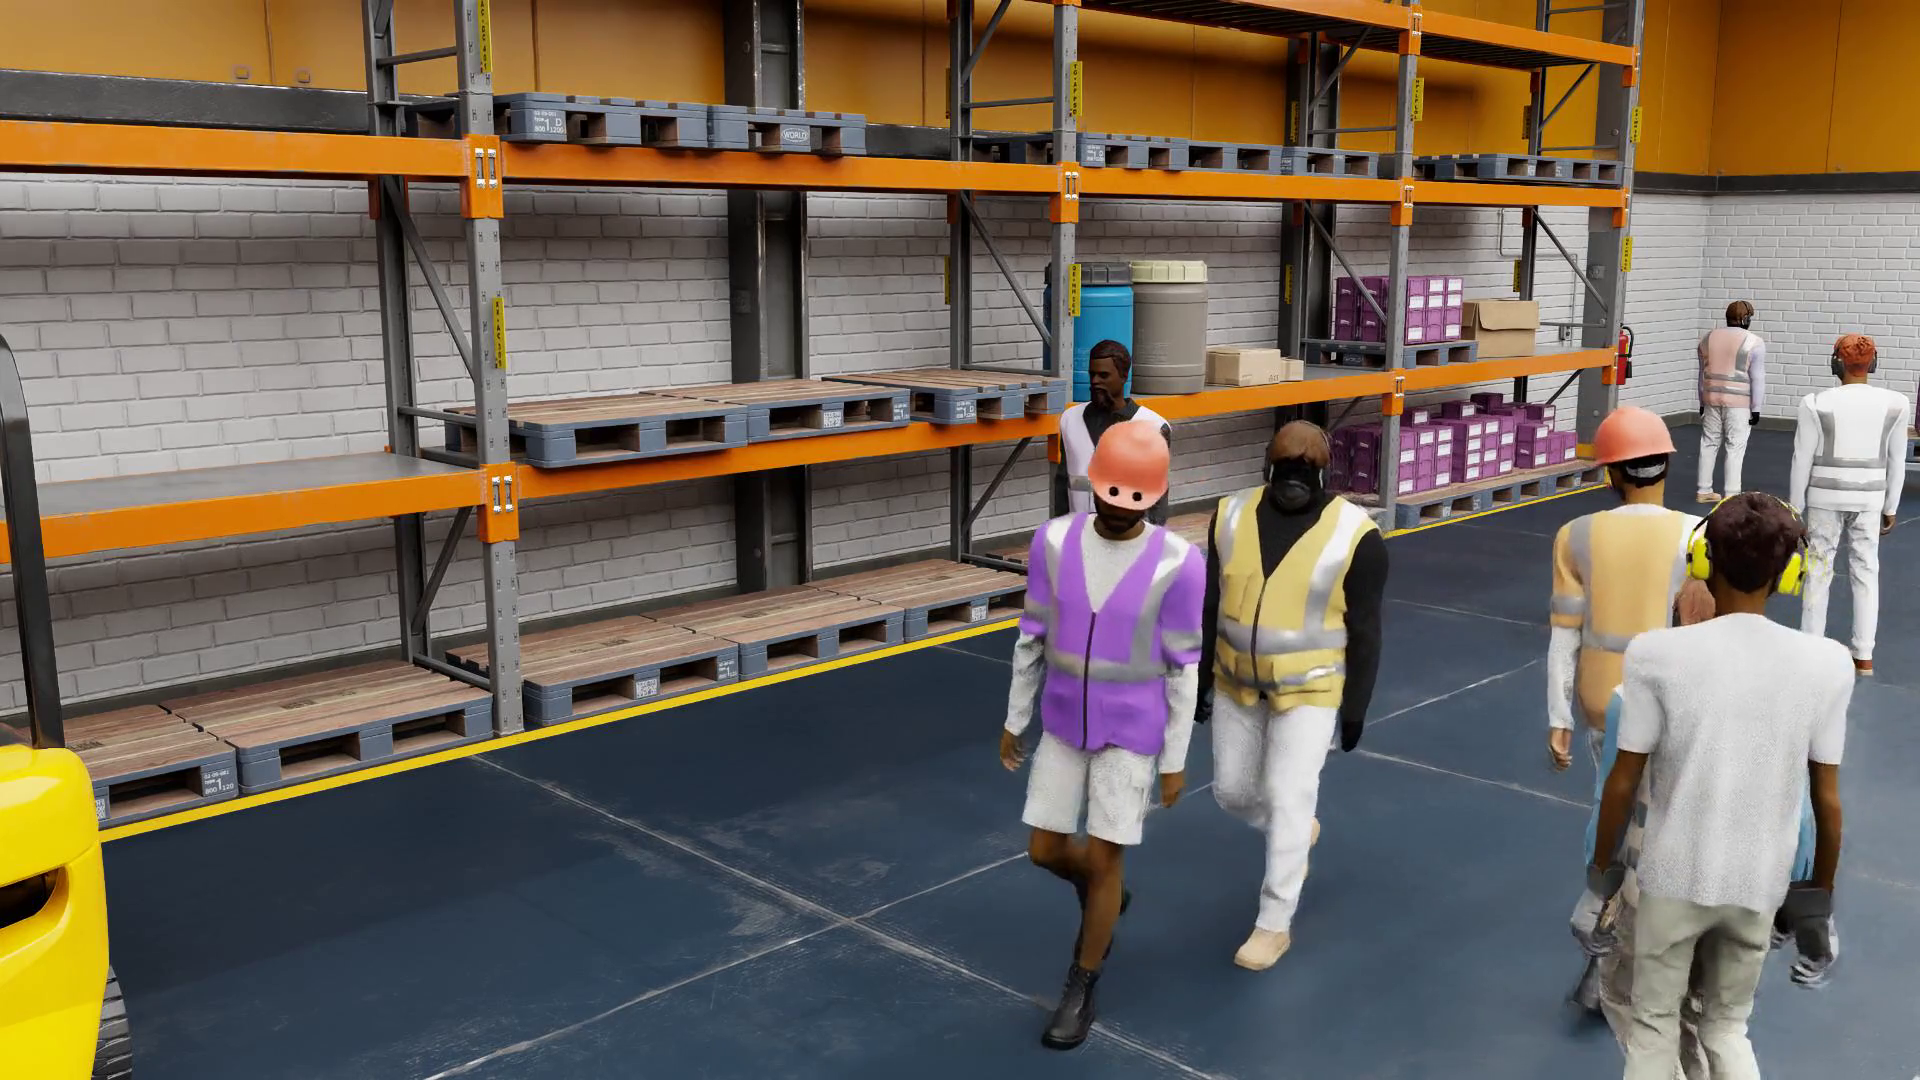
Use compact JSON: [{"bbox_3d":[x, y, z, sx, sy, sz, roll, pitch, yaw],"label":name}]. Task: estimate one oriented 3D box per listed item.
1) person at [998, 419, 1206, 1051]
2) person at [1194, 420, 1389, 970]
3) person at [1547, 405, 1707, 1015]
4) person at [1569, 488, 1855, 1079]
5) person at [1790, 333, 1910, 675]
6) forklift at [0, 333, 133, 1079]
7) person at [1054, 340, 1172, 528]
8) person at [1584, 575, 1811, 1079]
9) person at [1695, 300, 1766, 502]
[{"bbox_3d":[0.433,0.559,4.990,0.636,1.894,0.618,5,12,27],"label":"person"},{"bbox_3d":[1.112,0.487,5.599,0.634,1.818,0.629,8,13,36],"label":"person"},{"bbox_3d":[2.144,0.518,5.283,0.574,1.879,1.031,9,14,40],"label":"person"},{"bbox_3d":[1.694,0.815,3.738,0.558,1.847,0.488,1,10,5],"label":"person"},{"bbox_3d":[4.870,-0.192,9.162,0.575,1.876,0.340,2,11,13],"label":"person"},{"bbox_3d":[-3.289,0.485,4.582,1.214,2.155,2.313,-10,14,-44],"label":"forklift"},{"bbox_3d":[0.714,0.005,7.947,0.587,1.920,0.391,7,12,33],"label":"person"},{"bbox_3d":[1.787,0.870,4.035,0.545,1.619,0.422,0,10,-1],"label":"person"},{"bbox_3d":[6.874,-1.213,14.840,0.430,1.836,0.618,-7,13,-34],"label":"person"}]
